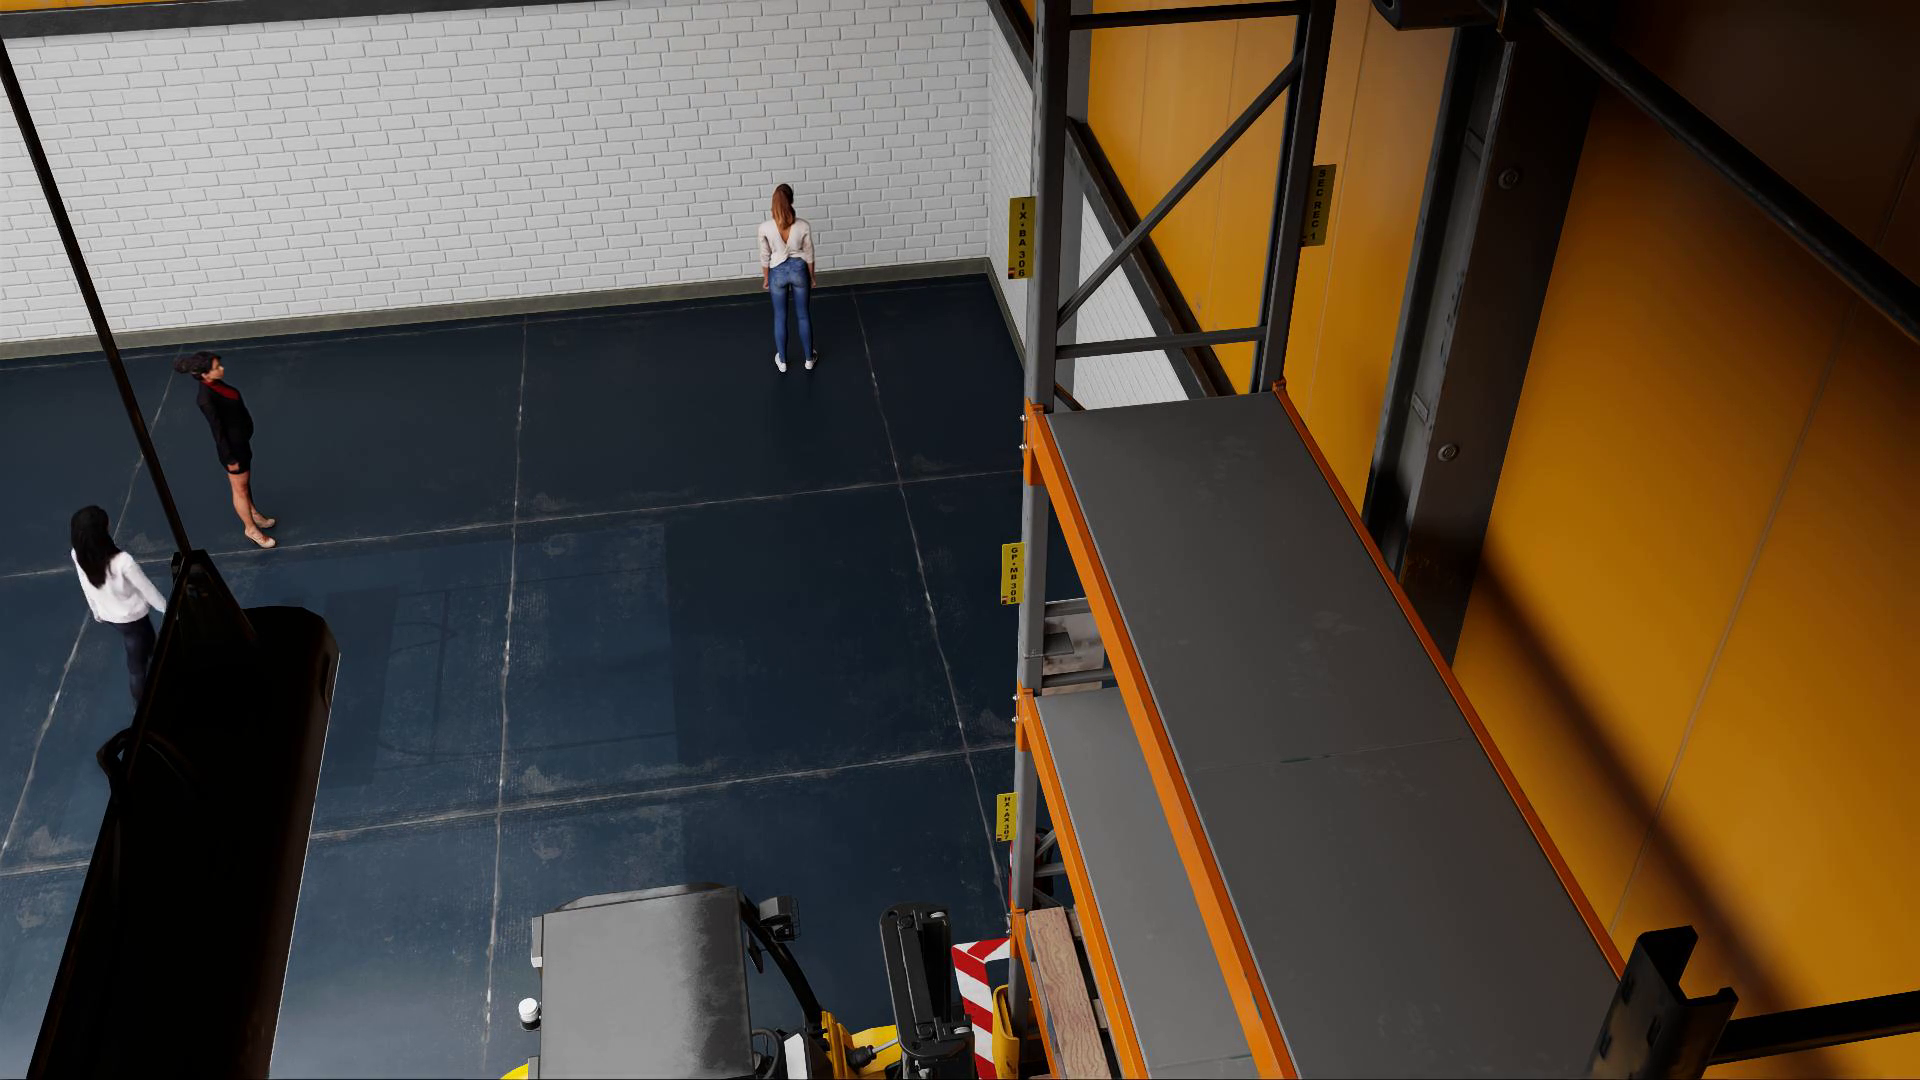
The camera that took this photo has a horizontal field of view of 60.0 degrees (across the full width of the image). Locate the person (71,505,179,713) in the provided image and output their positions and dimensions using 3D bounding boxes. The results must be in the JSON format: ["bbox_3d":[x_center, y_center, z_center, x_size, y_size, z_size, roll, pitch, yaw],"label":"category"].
[{"bbox_3d":[-5.388,0.536,10.628,0.894,1.671,1.041,12,40,15],"label":"person"}]

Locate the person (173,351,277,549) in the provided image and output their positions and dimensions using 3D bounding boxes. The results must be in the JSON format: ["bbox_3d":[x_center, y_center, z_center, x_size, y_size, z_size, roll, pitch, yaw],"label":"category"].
[{"bbox_3d":[-5.315,-0.669,12.162,0.650,1.640,0.586,-11,40,-13],"label":"person"}]

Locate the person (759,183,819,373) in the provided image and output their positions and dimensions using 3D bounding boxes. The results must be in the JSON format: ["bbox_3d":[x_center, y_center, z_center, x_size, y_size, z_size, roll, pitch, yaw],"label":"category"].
[{"bbox_3d":[-1.439,-2.207,14.024,0.619,1.720,0.530,-4,39,-5],"label":"person"}]
